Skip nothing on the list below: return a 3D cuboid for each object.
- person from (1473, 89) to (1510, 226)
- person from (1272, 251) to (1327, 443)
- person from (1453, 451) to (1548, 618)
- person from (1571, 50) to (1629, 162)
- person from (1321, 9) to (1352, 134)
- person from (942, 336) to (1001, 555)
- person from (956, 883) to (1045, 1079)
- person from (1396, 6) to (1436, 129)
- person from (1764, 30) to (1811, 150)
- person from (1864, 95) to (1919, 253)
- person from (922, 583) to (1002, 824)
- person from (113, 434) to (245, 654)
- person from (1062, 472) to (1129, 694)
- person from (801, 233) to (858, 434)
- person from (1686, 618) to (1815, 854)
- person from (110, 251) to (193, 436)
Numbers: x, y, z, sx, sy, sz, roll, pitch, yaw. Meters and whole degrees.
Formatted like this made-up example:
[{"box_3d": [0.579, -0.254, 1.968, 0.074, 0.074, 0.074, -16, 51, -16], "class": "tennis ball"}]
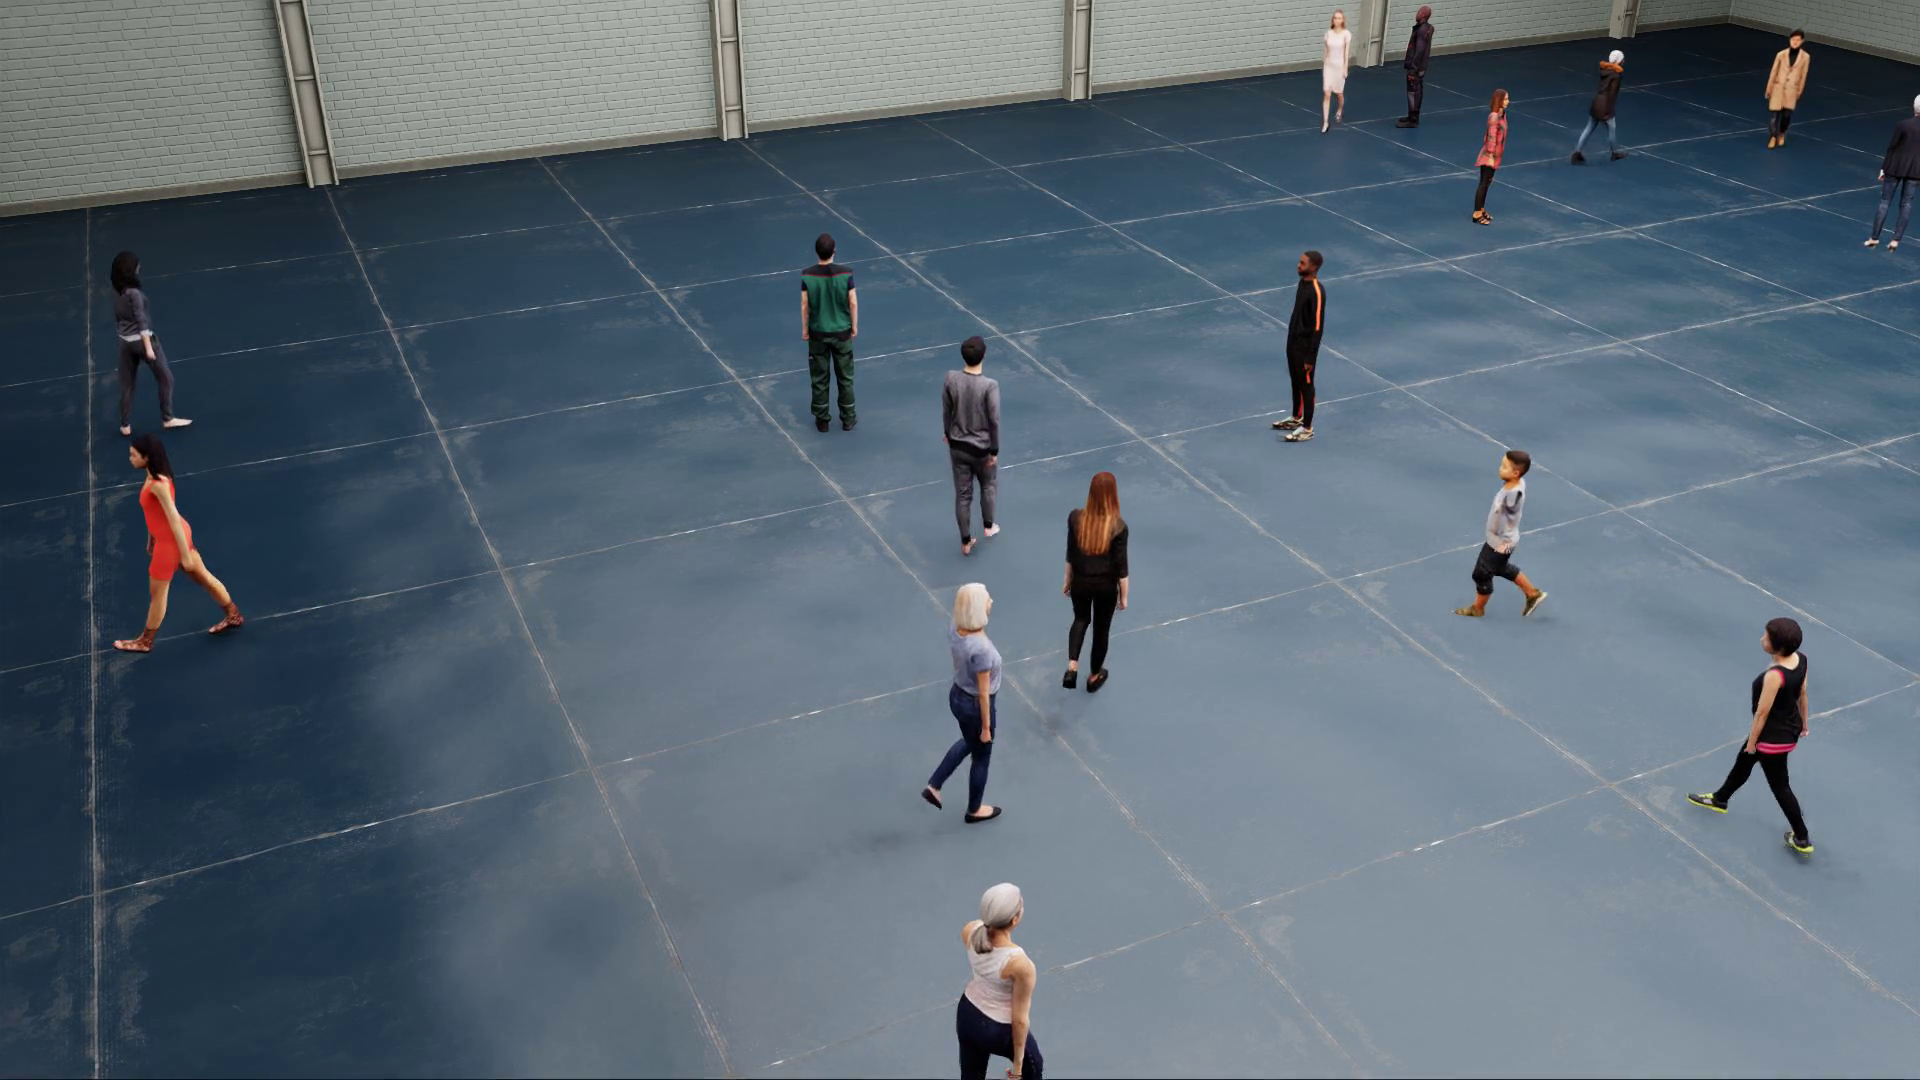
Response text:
[{"box_3d": [6.817, -4.932, 21.358, 0.763, 1.702, 0.679, 14, 31, 25], "class": "person"}, {"box_3d": [3.186, -1.802, 15.369, 0.616, 1.807, 0.682, -5, 28, -9], "class": "person"}, {"box_3d": [4.136, -0.065, 12.494, 0.993, 1.444, 0.892, 6, 29, 11], "class": "person"}, {"box_3d": [9.136, -6.161, 23.794, 1.110, 1.582, 0.726, -7, 29, -12], "class": "person"}, {"box_3d": [5.782, -7.188, 25.488, 0.987, 1.802, 1.131, 14, 31, 25], "class": "person"}, {"box_3d": [0.070, -0.729, 13.330, 0.892, 1.830, 0.953, 7, 29, 14], "class": "person"}, {"box_3d": [0.088, 2.341, 7.727, 0.813, 1.677, 0.971, 22, 35, 35], "class": "person"}, {"box_3d": [7.088, -7.324, 25.719, 0.848, 1.825, 0.782, 11, 30, 19], "class": "person"}, {"box_3d": [12.238, -6.692, 24.649, 0.814, 1.715, 0.871, 15, 32, 26], "class": "person"}, {"box_3d": [10.479, -4.104, 18.522, 0.816, 1.779, 0.789, 9, 29, 16], "class": "person"}, {"box_3d": [0.004, 1.030, 10.152, 0.746, 1.712, 0.597, -14, 31, -25], "class": "person"}, {"box_3d": [-5.627, 0.022, 12.097, 1.120, 1.664, 0.651, -14, 31, -25], "class": "person"}, {"box_3d": [0.888, 0.350, 11.441, 0.842, 1.700, 0.915, 13, 31, 23], "class": "person"}, {"box_3d": [-1.214, -1.933, 15.517, 0.661, 1.900, 0.815, -2, 28, -3], "class": "person"}, {"box_3d": [5.006, 1.196, 10.070, 1.038, 1.496, 0.887, -21, 35, -34], "class": "person"}, {"box_3d": [-7.693, -1.798, 15.448, 0.869, 1.727, 0.936, 12, 30, 21], "class": "person"}]
